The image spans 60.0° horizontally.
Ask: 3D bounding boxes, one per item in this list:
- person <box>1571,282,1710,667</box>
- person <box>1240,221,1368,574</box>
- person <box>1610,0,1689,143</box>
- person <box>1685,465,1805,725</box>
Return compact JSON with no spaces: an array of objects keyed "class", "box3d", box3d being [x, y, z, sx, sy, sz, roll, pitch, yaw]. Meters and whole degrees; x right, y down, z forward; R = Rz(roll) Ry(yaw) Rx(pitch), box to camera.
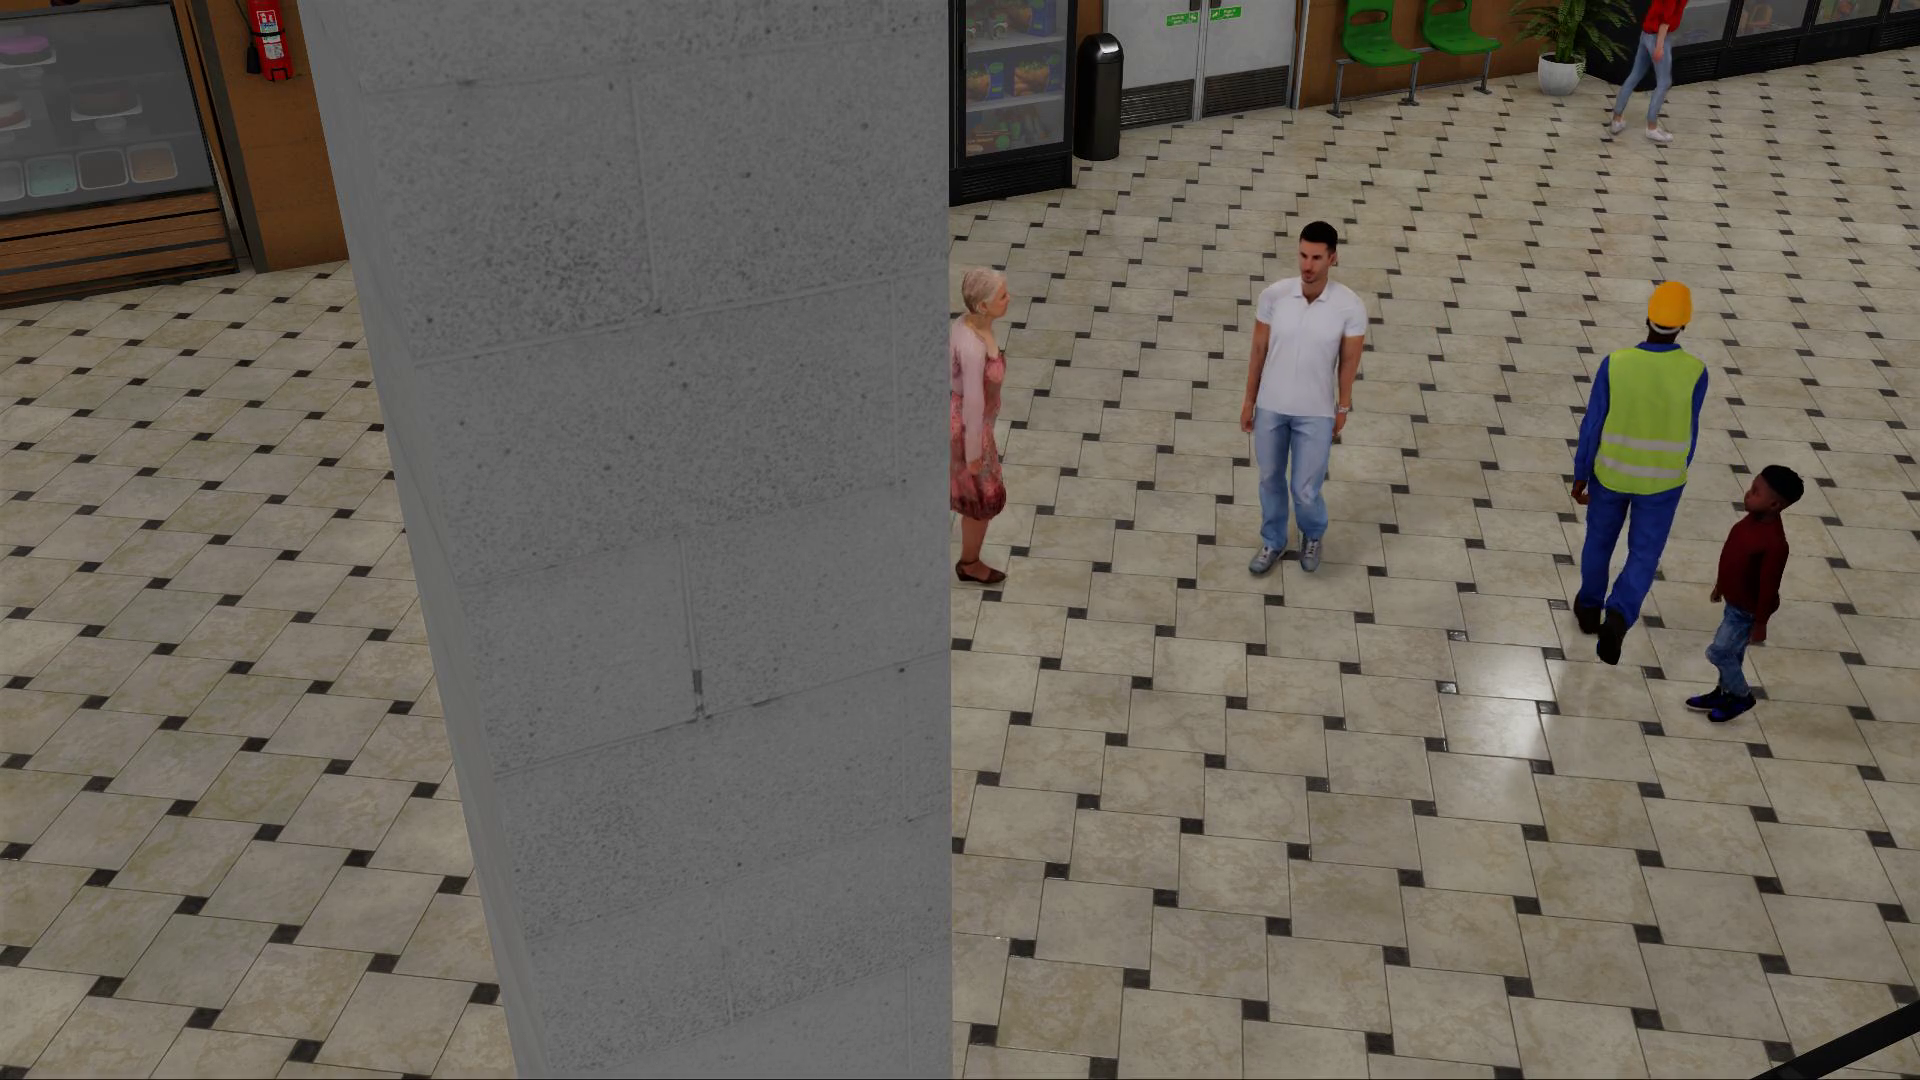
[{"class":"person","box3d":[3.016,-0.253,7.425,1.004,1.793,1.049,12,34,19]},{"class":"person","box3d":[1.663,-0.693,8.076,0.790,1.852,0.876,19,37,28]},{"class":"person","box3d":[5.750,-4.159,13.816,0.929,1.672,0.861,2,32,3]},{"class":"person","box3d":[3.442,0.251,7.129,0.668,1.249,0.587,4,32,6]}]
